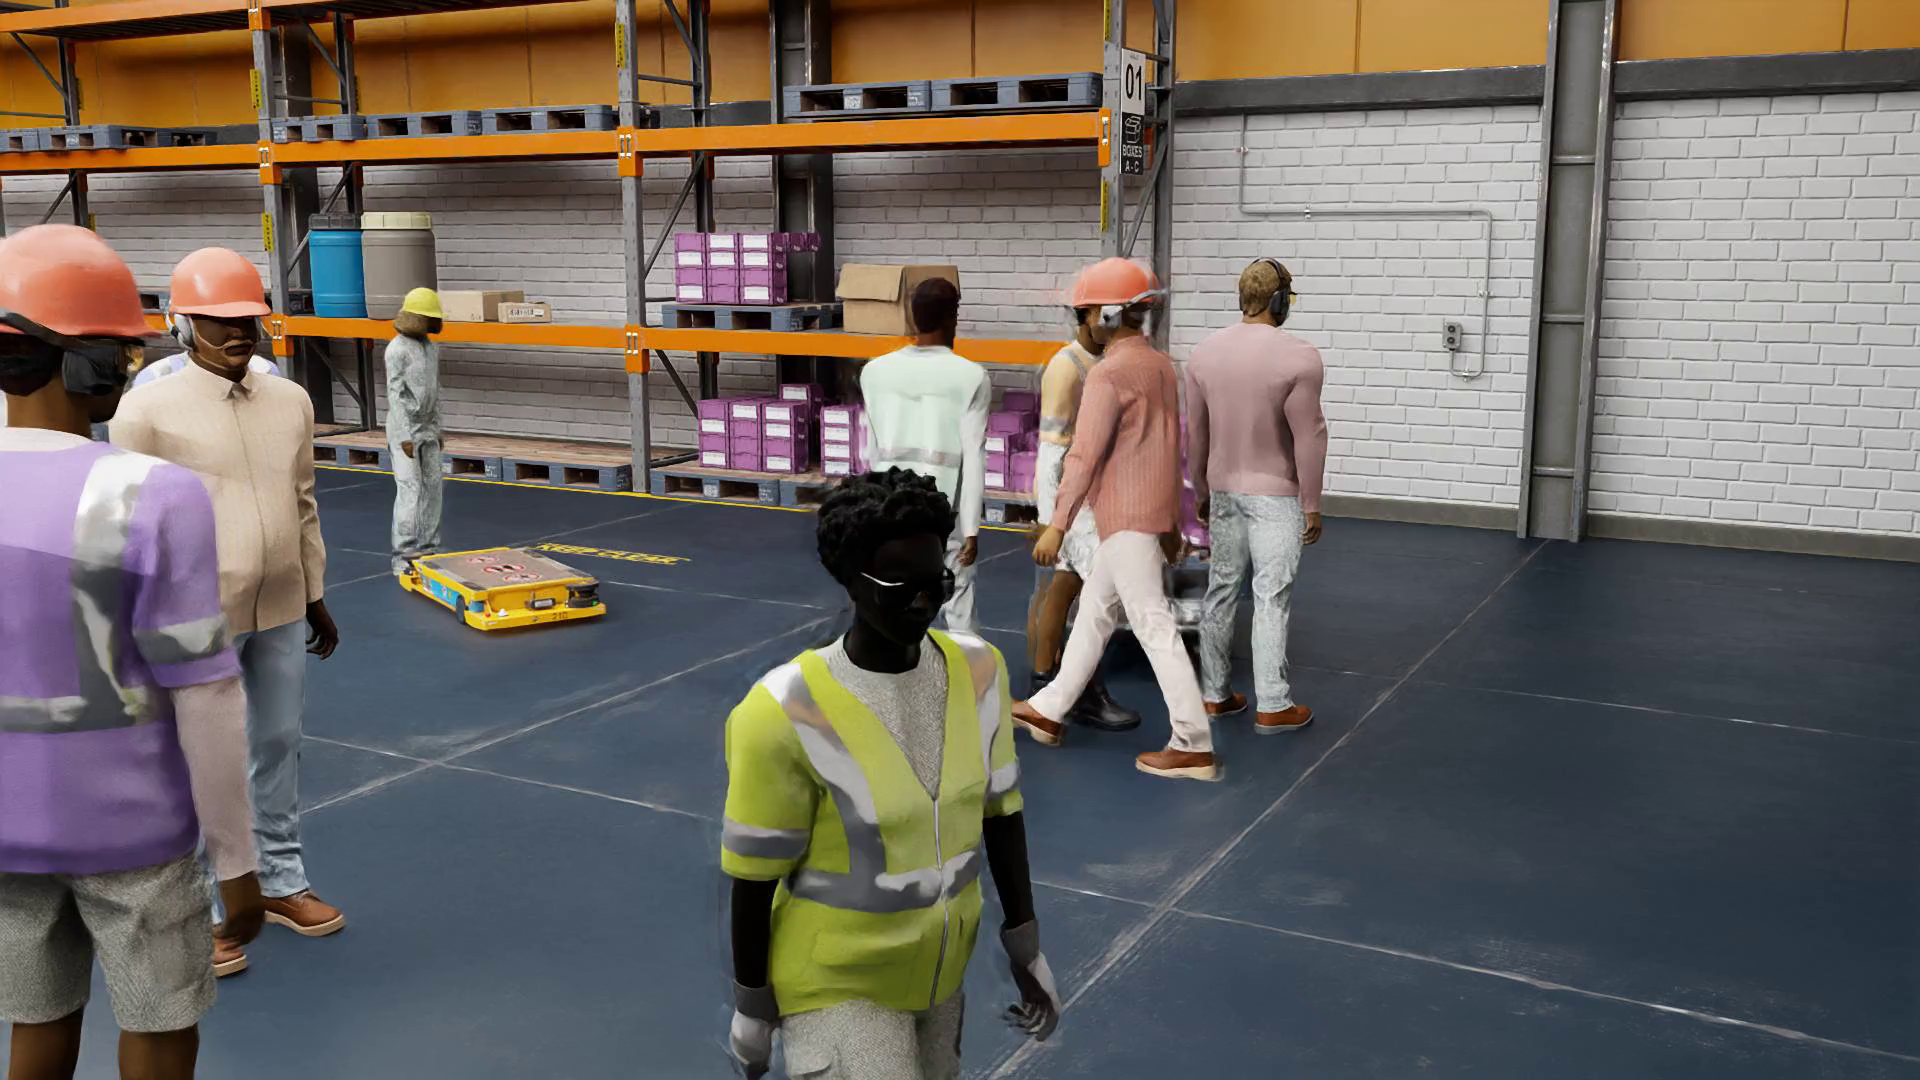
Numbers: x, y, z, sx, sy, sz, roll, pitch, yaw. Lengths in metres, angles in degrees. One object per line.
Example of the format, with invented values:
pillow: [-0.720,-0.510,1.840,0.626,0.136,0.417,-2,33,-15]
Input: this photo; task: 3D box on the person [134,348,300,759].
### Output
person: [-2.761,-0.064,6.253,0.399,1.926,0.545,9,13,39]

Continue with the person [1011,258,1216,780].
person: [0.562,-0.082,6.308,1.004,1.937,0.617,5,11,23]

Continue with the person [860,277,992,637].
person: [-0.124,-0.139,6.850,0.590,1.860,1.061,4,11,22]

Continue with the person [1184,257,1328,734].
person: [1.213,-0.176,6.817,0.636,1.938,0.358,10,14,42]

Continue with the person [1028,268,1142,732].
person: [0.551,-0.165,6.845,0.674,1.903,0.580,3,11,17]

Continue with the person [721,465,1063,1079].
person: [-0.107,0.711,2.681,0.447,1.676,0.535,10,14,43]

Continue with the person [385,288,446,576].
person: [-3.208,-0.633,9.907,0.385,1.722,0.507,2,11,13]

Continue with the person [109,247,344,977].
person: [-2.012,0.194,4.637,0.396,1.992,0.623,6,12,31]

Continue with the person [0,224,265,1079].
person: [-1.504,0.486,2.905,0.615,2.041,0.381,2,10,10]

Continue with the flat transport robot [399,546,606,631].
flat transport robot: [-2.536,0.237,9.122,0.652,0.197,1.431,-7,12,-34]
